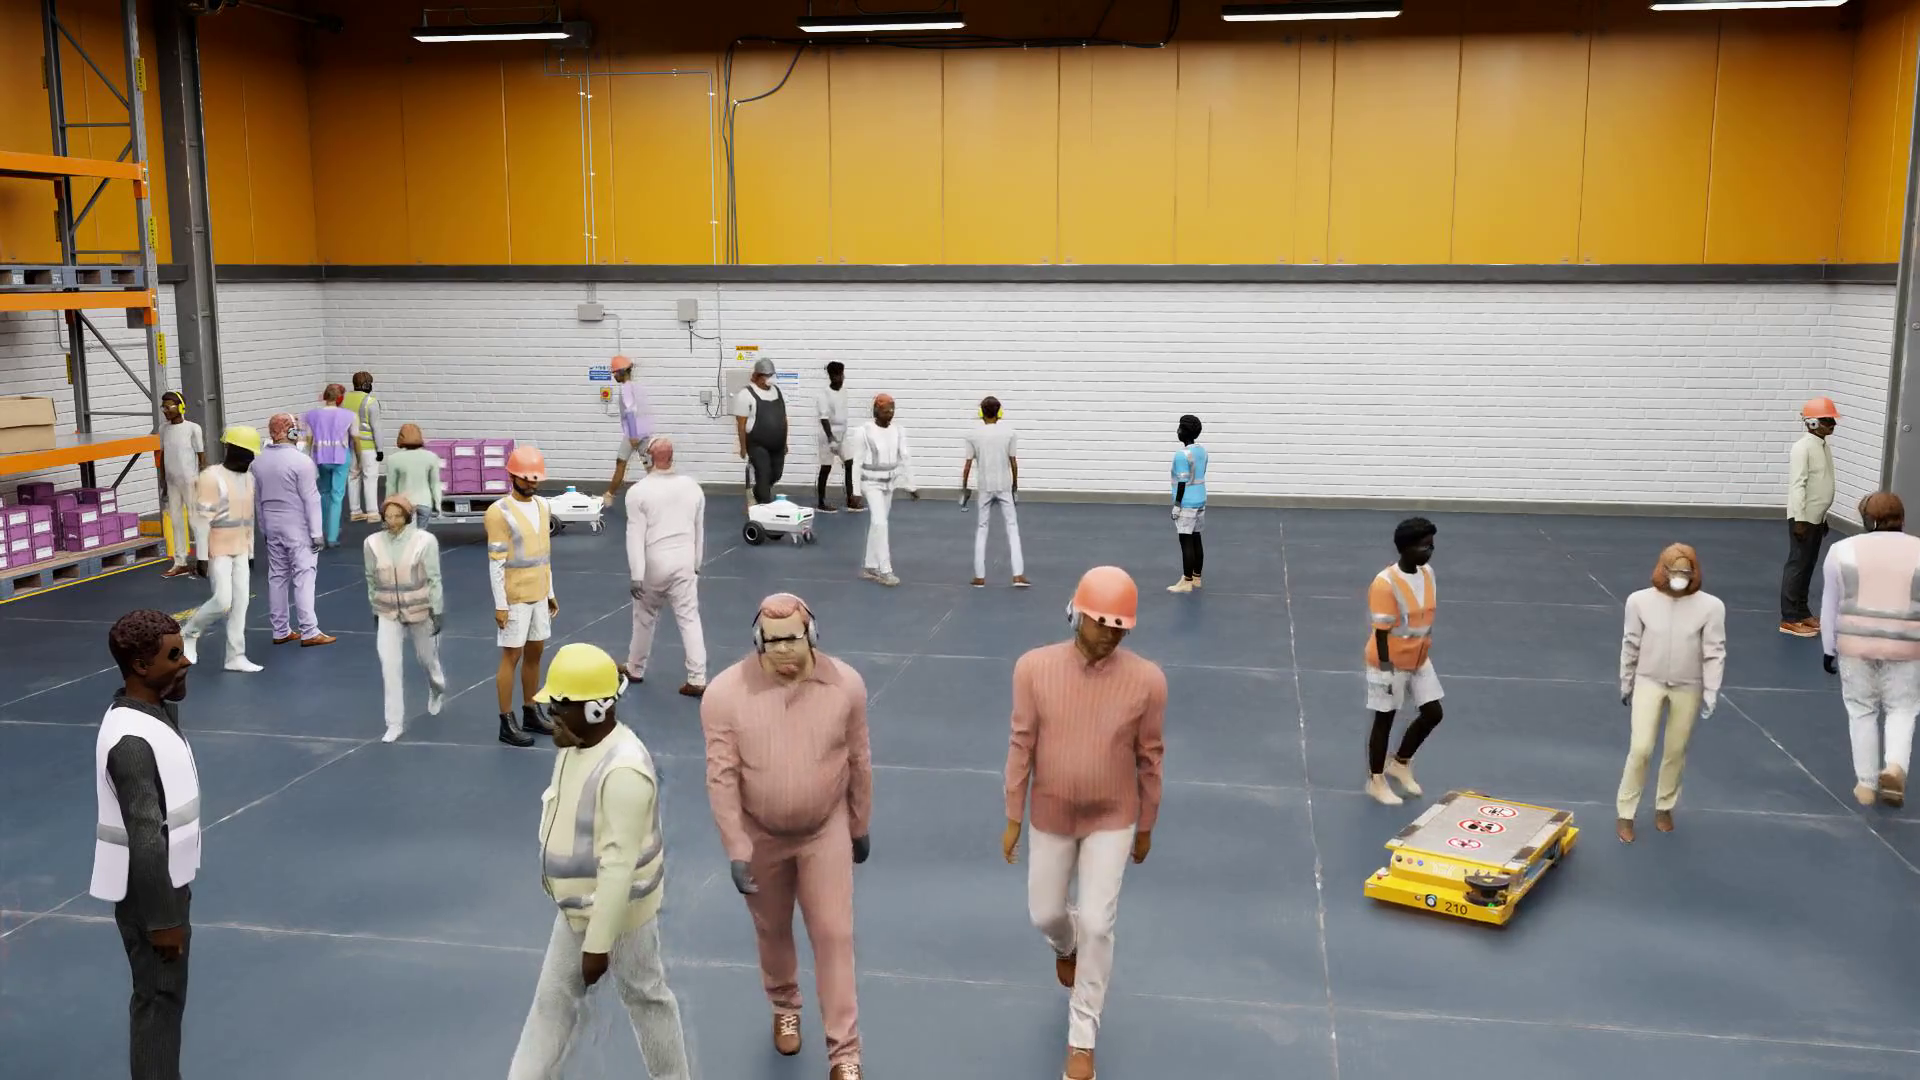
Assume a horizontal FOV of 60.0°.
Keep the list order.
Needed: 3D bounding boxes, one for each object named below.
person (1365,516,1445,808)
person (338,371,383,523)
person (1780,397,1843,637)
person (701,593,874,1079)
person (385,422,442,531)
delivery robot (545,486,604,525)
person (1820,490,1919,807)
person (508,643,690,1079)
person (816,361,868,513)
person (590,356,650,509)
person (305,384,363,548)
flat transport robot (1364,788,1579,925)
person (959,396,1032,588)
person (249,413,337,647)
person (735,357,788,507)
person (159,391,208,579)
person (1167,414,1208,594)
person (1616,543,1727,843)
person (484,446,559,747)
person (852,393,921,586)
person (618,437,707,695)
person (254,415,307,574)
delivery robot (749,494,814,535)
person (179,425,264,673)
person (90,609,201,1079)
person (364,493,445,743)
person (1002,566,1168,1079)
[{"bbox_3d":[2.489,0.690,9.383,0.554,1.681,0.370,-6,11,-34],"label":"person"},{"bbox_3d":[-7.228,-1.125,20.194,0.623,1.838,0.429,5,10,26],"label":"person"},{"bbox_3d":[7.131,-0.201,13.949,0.375,1.997,0.611,9,13,43],"label":"person"},{"bbox_3d":[-0.617,1.122,6.163,0.648,1.857,0.986,-2,9,-9],"label":"person"},{"bbox_3d":[-5.235,-0.329,15.995,0.506,1.600,0.830,-7,11,-36],"label":"person"},{"bbox_3d":[-4.485,-0.377,19.214,0.707,0.478,0.477,-1,9,-4],"label":"delivery robot"},{"bbox_3d":[5.176,0.633,9.365,0.632,1.815,0.583,5,10,27],"label":"person"},{"bbox_3d":[-1.313,1.242,5.618,0.890,1.788,0.626,-6,11,-31],"label":"person"},{"bbox_3d":[-1.503,-1.266,20.782,0.824,1.920,0.621,6,11,33],"label":"person"},{"bbox_3d":[-4.182,-1.360,21.223,1.102,1.965,0.664,2,9,10],"label":"person"},{"bbox_3d":[-6.950,-0.839,18.530,0.576,1.787,0.957,-1,9,-4],"label":"person"},{"bbox_3d":[2.607,1.558,8.378,0.652,0.197,1.431,6,11,33],"label":"flat transport robot"},{"bbox_3d":[0.352,-0.442,15.921,0.745,1.848,0.535,1,9,7],"label":"person"},{"bbox_3d":[-5.414,-0.082,13.502,0.642,1.906,0.410,4,10,23],"label":"person"},{"bbox_3d":[-2.423,-1.243,20.282,0.688,2.000,0.813,-8,12,-42],"label":"person"},{"bbox_3d":[-7.709,-0.544,16.476,0.535,1.868,0.309,2,9,15],"label":"person"},{"bbox_3d":[2.158,-0.341,15.738,0.318,1.700,0.536,5,11,30],"label":"person"},{"bbox_3d":[3.802,0.806,8.900,0.512,1.610,0.534,3,10,19],"label":"person"},{"bbox_3d":[-2.785,0.352,10.730,0.381,1.927,0.550,5,10,26],"label":"person"},{"bbox_3d":[-0.710,-0.494,16.177,0.795,1.851,0.605,9,13,43],"label":"person"},{"bbox_3d":[-2.149,0.181,12.015,0.664,1.852,1.022,-8,12,-39],"label":"person"},{"bbox_3d":[-6.876,-0.478,16.936,0.525,1.585,0.893,-2,9,-13],"label":"person"},{"bbox_3d":[-1.988,-0.264,18.513,0.707,0.478,0.477,5,10,26],"label":"delivery robot"},{"bbox_3d":[-5.597,0.075,12.590,0.640,1.878,0.679,2,9,14],"label":"person"},{"bbox_3d":[-2.723,1.178,5.635,0.391,1.920,0.593,-4,10,-24],"label":"person"},{"bbox_3d":[-3.641,0.468,11.024,0.521,1.610,0.771,0,9,-1],"label":"person"},{"bbox_3d":[0.484,1.031,6.434,0.623,1.960,0.798,1,9,8],"label":"person"}]
